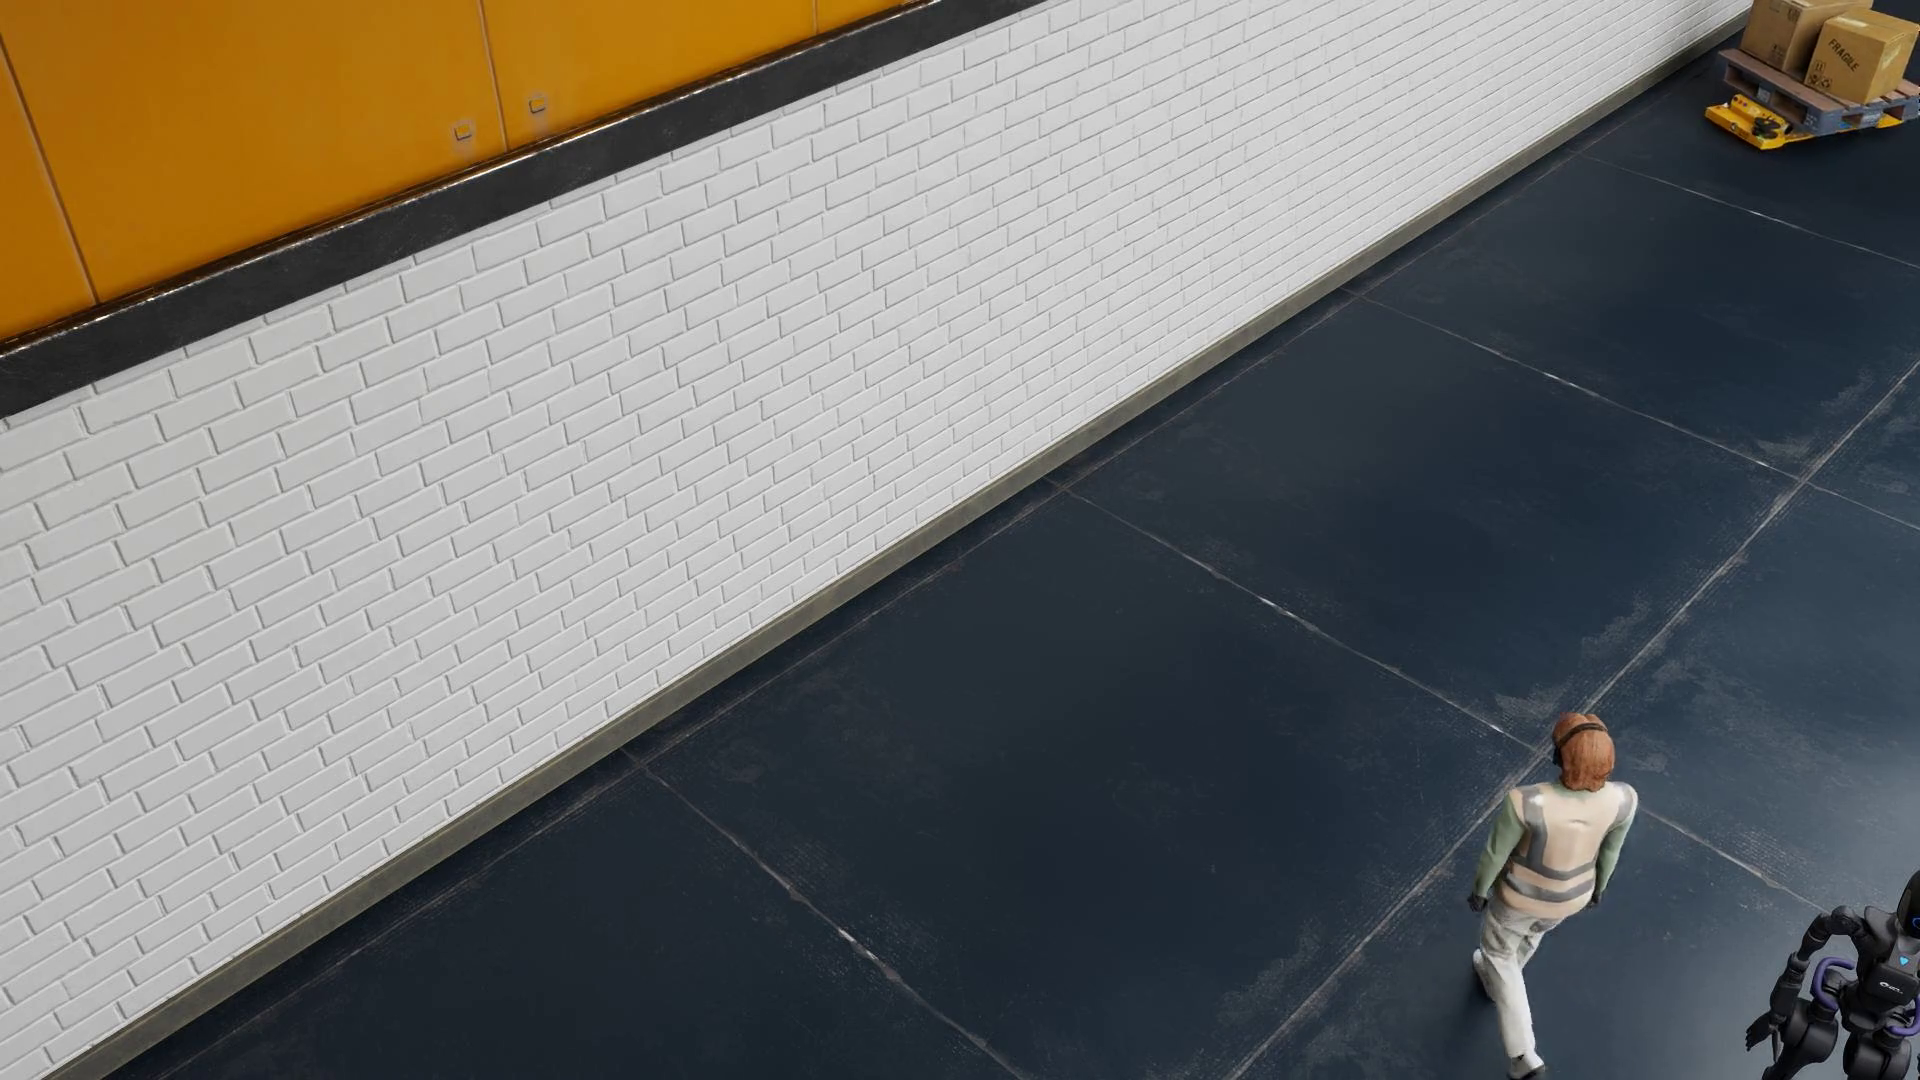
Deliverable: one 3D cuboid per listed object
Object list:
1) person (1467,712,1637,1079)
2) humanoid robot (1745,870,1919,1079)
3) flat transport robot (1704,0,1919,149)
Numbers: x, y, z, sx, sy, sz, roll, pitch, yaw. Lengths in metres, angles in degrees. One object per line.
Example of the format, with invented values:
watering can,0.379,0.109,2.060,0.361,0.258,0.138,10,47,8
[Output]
person,2.171,1.332,6.176,0.530,1.617,0.669,-5,39,-6
humanoid robot,3.049,1.688,5.671,0.599,1.657,0.315,19,43,23
flat transport robot,6.715,-3.409,13.181,1.431,0.231,0.659,-13,40,-15
